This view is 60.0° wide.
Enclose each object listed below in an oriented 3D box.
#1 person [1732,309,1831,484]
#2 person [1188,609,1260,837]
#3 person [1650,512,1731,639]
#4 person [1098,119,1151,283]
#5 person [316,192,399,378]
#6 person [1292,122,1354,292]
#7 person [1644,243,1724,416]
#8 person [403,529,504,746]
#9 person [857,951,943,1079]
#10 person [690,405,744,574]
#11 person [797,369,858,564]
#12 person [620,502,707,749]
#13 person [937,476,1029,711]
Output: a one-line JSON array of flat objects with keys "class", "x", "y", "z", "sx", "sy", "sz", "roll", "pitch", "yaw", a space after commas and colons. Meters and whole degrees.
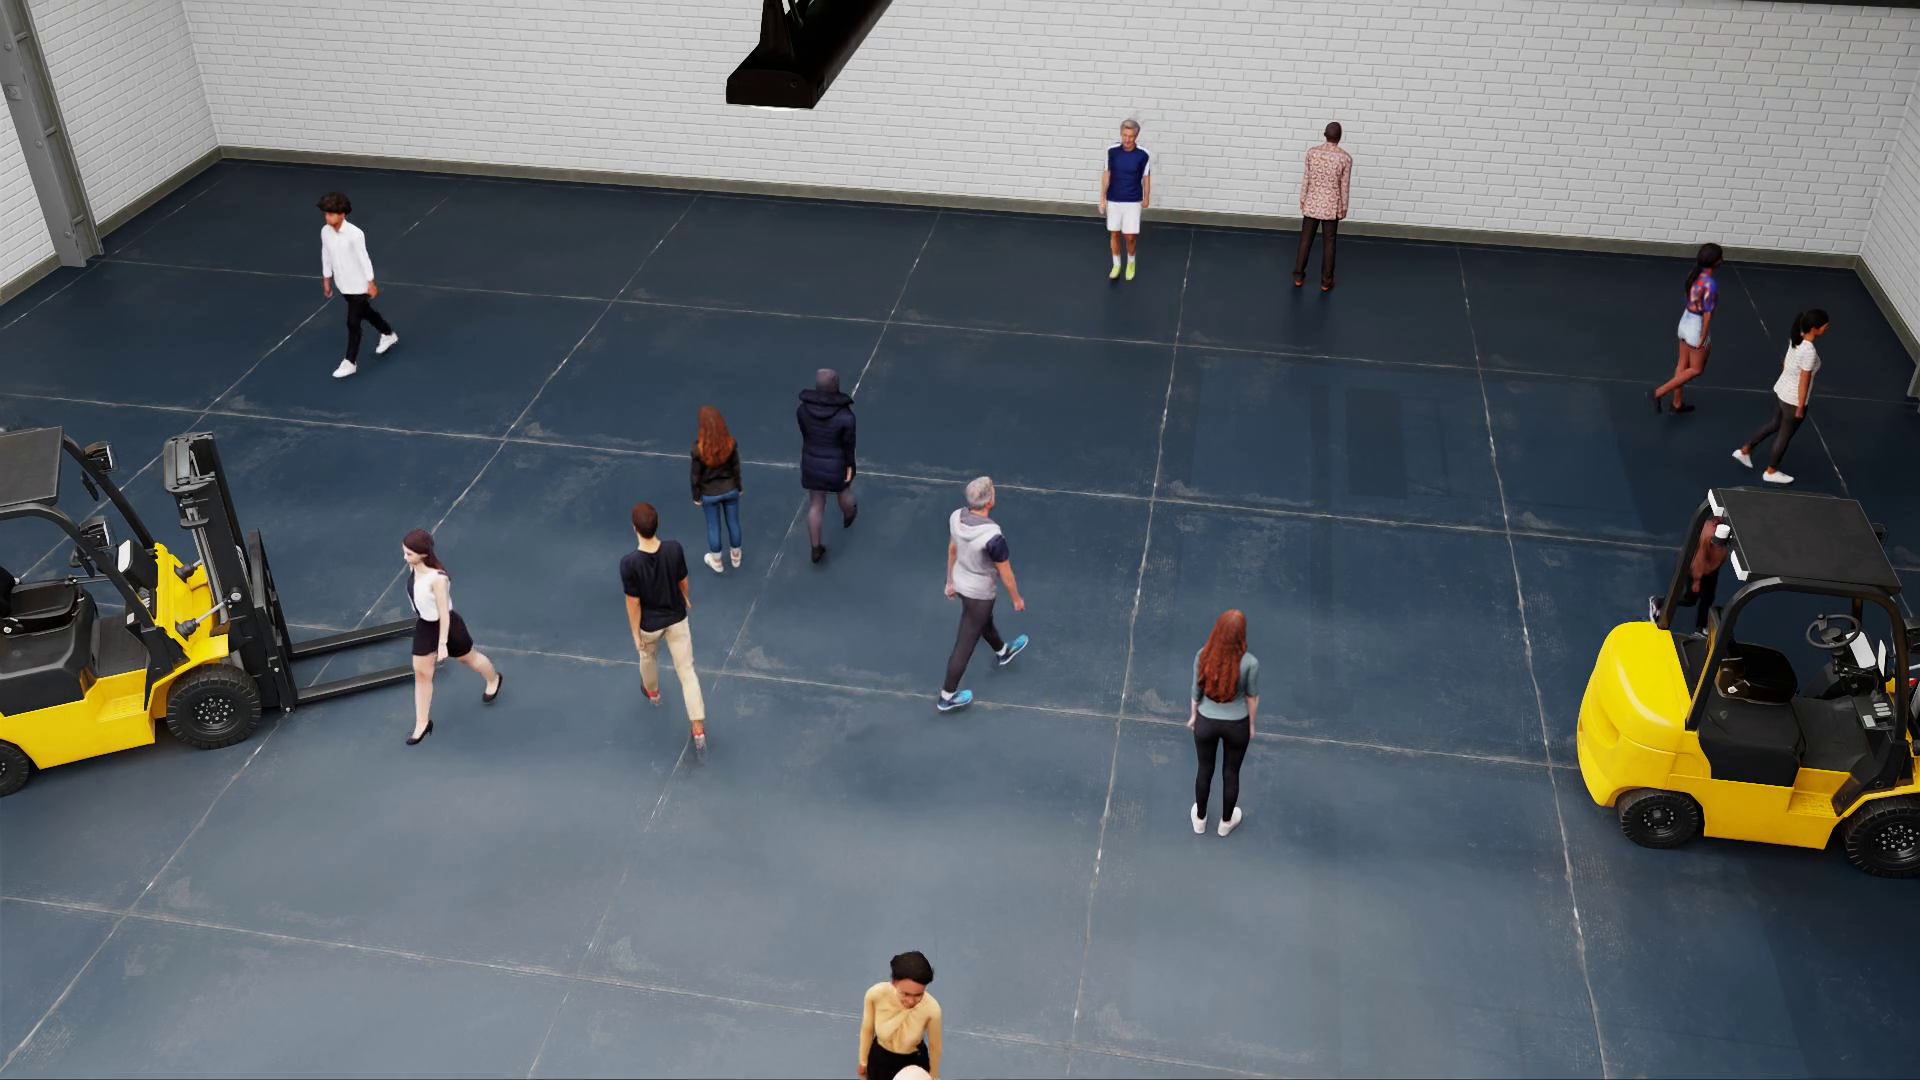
[{"class": "person", "x": 7.151, "y": -1.254, "z": 14.351, "sx": 0.647, "sy": 1.644, "sz": 0.665, "roll": 2, "pitch": 34, "yaw": 3}, {"class": "person", "x": 1.672, "y": 1.176, "z": 10.606, "sx": 0.604, "sy": 1.742, "sz": 0.571, "roll": 10, "pitch": 35, "yaw": 14}, {"class": "person", "x": 5.555, "y": 0.203, "z": 12.521, "sx": 0.822, "sy": 1.243, "sz": 0.864, "roll": -25, "pitch": 41, "yaw": -33}, {"class": "person", "x": 1.787, "y": -3.681, "z": 17.844, "sx": 0.685, "sy": 1.819, "sz": 0.661, "roll": 12, "pitch": 35, "yaw": 17}, {"class": "person", "x": -5.857, "y": -2.541, "z": 16.178, "sx": 0.861, "sy": 1.764, "sz": 1.215, "roll": 15, "pitch": 36, "yaw": 21}, {"class": "person", "x": 3.851, "y": -3.539, "z": 17.647, "sx": 0.746, "sy": 1.801, "sz": 0.699, "roll": 16, "pitch": 37, "yaw": 22}, {"class": "person", "x": 6.645, "y": -1.899, "z": 15.243, "sx": 0.808, "sy": 1.730, "sz": 0.848, "roll": -5, "pitch": 34, "yaw": -8}, {"class": "person", "x": -3.532, "y": 0.616, "z": 11.573, "sx": 0.871, "sy": 1.605, "sz": 1.141, "roll": 22, "pitch": 39, "yaw": 29}, {"class": "person", "x": -0.285, "y": 2.639, "z": 8.505, "sx": 0.663, "sy": 1.632, "sz": 0.866, "roll": 11, "pitch": 35, "yaw": 16}, {"class": "person", "x": -1.907, "y": -0.407, "z": 13.221, "sx": 0.658, "sy": 1.483, "sz": 0.689, "roll": -13, "pitch": 36, "yaw": -19}, {"class": "person", "x": -1.102, "y": -0.575, "z": 13.343, "sx": 0.688, "sy": 1.628, "sz": 1.059, "roll": 8, "pitch": 34, "yaw": 11}, {"class": "person", "x": -1.993, "y": 0.612, "z": 11.388, "sx": 1.102, "sy": 1.815, "sz": 1.288, "roll": -15, "pitch": 36, "yaw": -21}, {"class": "person", "x": 0.033, "y": 0.425, "z": 11.700, "sx": 1.228, "sy": 1.783, "sz": 1.181, "roll": -20, "pitch": 38, "yaw": -27}]
